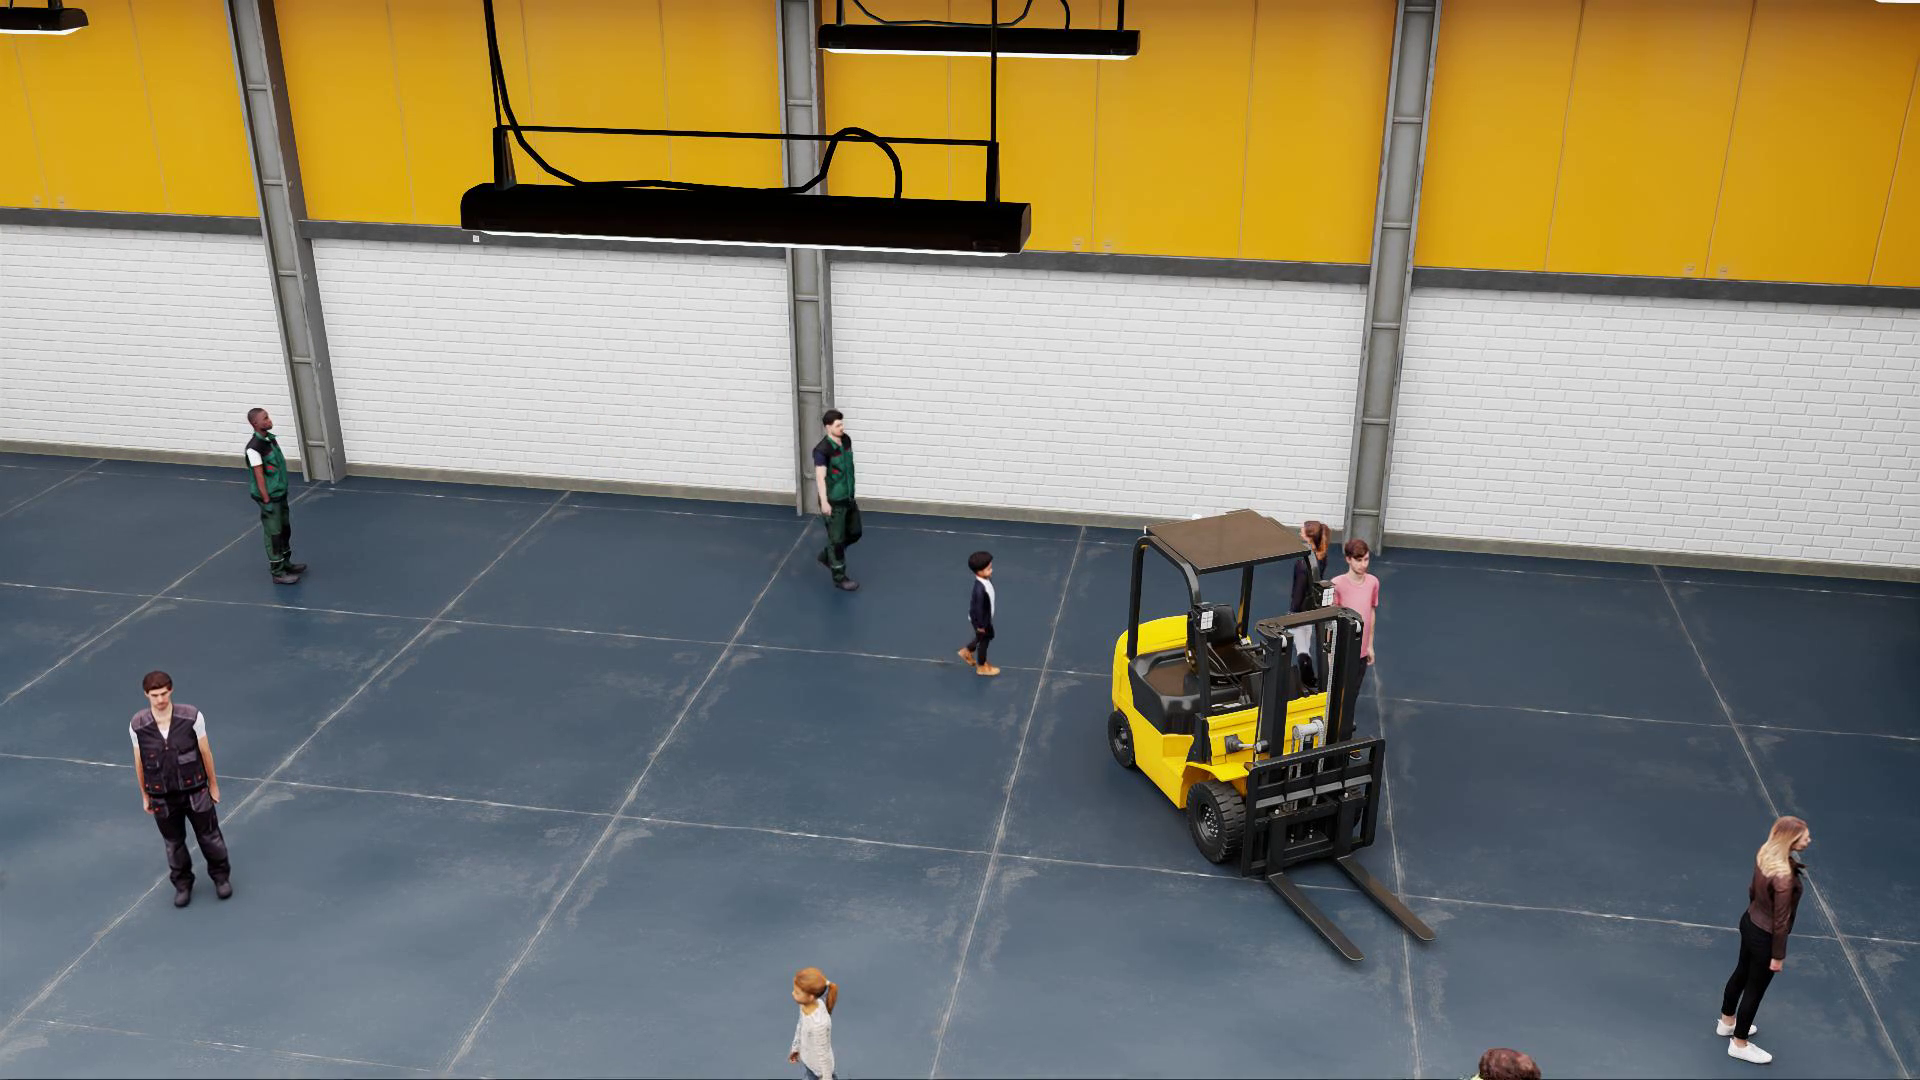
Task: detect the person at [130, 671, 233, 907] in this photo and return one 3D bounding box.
[{"bbox_3d":[-5.511,1.743,11.740,0.702,1.844,0.810,-8,25,-18],"label":"person"}]

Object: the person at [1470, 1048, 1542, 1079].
[{"bbox_3d":[2.391,3.275,8.095,0.860,1.957,0.876,-4,24,-9],"label":"person"}]

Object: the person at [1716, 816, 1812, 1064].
[{"bbox_3d":[4.972,2.444,10.312,0.508,1.705,0.609,3,24,6],"label":"person"}]

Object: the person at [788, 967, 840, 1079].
[{"bbox_3d":[-0.741,3.004,9.553,0.961,1.285,0.724,-6,24,-14],"label":"person"}]

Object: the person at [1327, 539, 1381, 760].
[{"bbox_3d":[3.140,0.892,13.547,0.652,1.957,0.770,-8,25,-17],"label":"person"}]

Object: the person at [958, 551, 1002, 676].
[{"bbox_3d":[0.152,0.653,15.013,0.616,1.220,0.508,5,24,10],"label":"person"}]

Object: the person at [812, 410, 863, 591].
[{"bbox_3d":[-1.290,-0.429,16.648,0.912,1.892,0.844,12,26,26],"label":"person"}]

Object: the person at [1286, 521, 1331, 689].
[{"bbox_3d":[3.076,0.647,14.399,0.706,1.722,0.676,14,27,29],"label":"person"}]

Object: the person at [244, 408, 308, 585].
[{"bbox_3d":[-6.960,-0.462,16.791,0.708,1.840,0.749,-2,24,-6],"label":"person"}]
